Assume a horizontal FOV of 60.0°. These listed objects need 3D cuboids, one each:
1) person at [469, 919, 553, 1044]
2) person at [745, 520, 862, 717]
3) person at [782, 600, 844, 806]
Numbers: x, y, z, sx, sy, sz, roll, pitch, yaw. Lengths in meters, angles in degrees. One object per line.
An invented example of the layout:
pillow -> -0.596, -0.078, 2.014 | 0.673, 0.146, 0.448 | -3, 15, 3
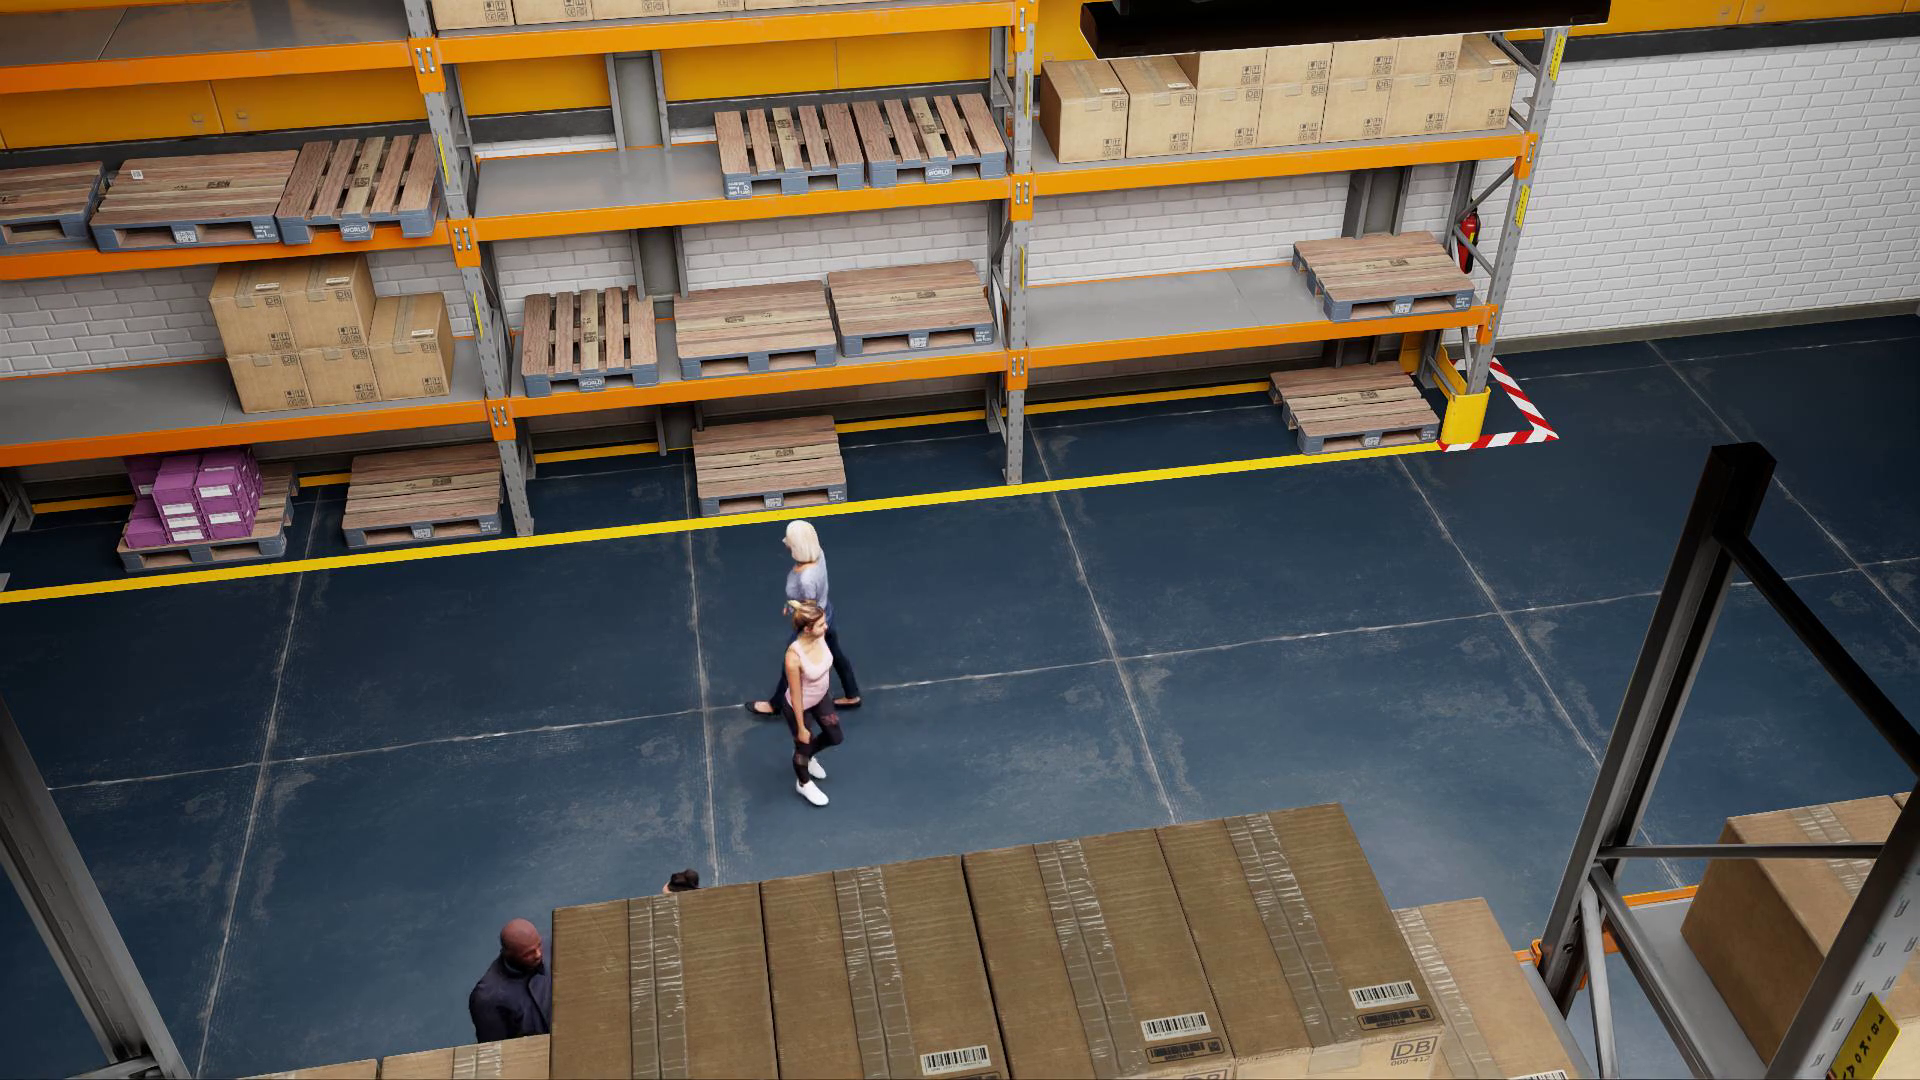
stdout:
person -> -2.272, 2.540, 8.655 | 1.134, 1.804, 1.081 | 25, 45, 27
person -> -0.898, 0.552, 11.239 | 1.083, 1.686, 0.777 | 4, 39, 4
person -> -1.044, 1.006, 10.701 | 0.778, 1.649, 0.717 | 27, 46, 30
